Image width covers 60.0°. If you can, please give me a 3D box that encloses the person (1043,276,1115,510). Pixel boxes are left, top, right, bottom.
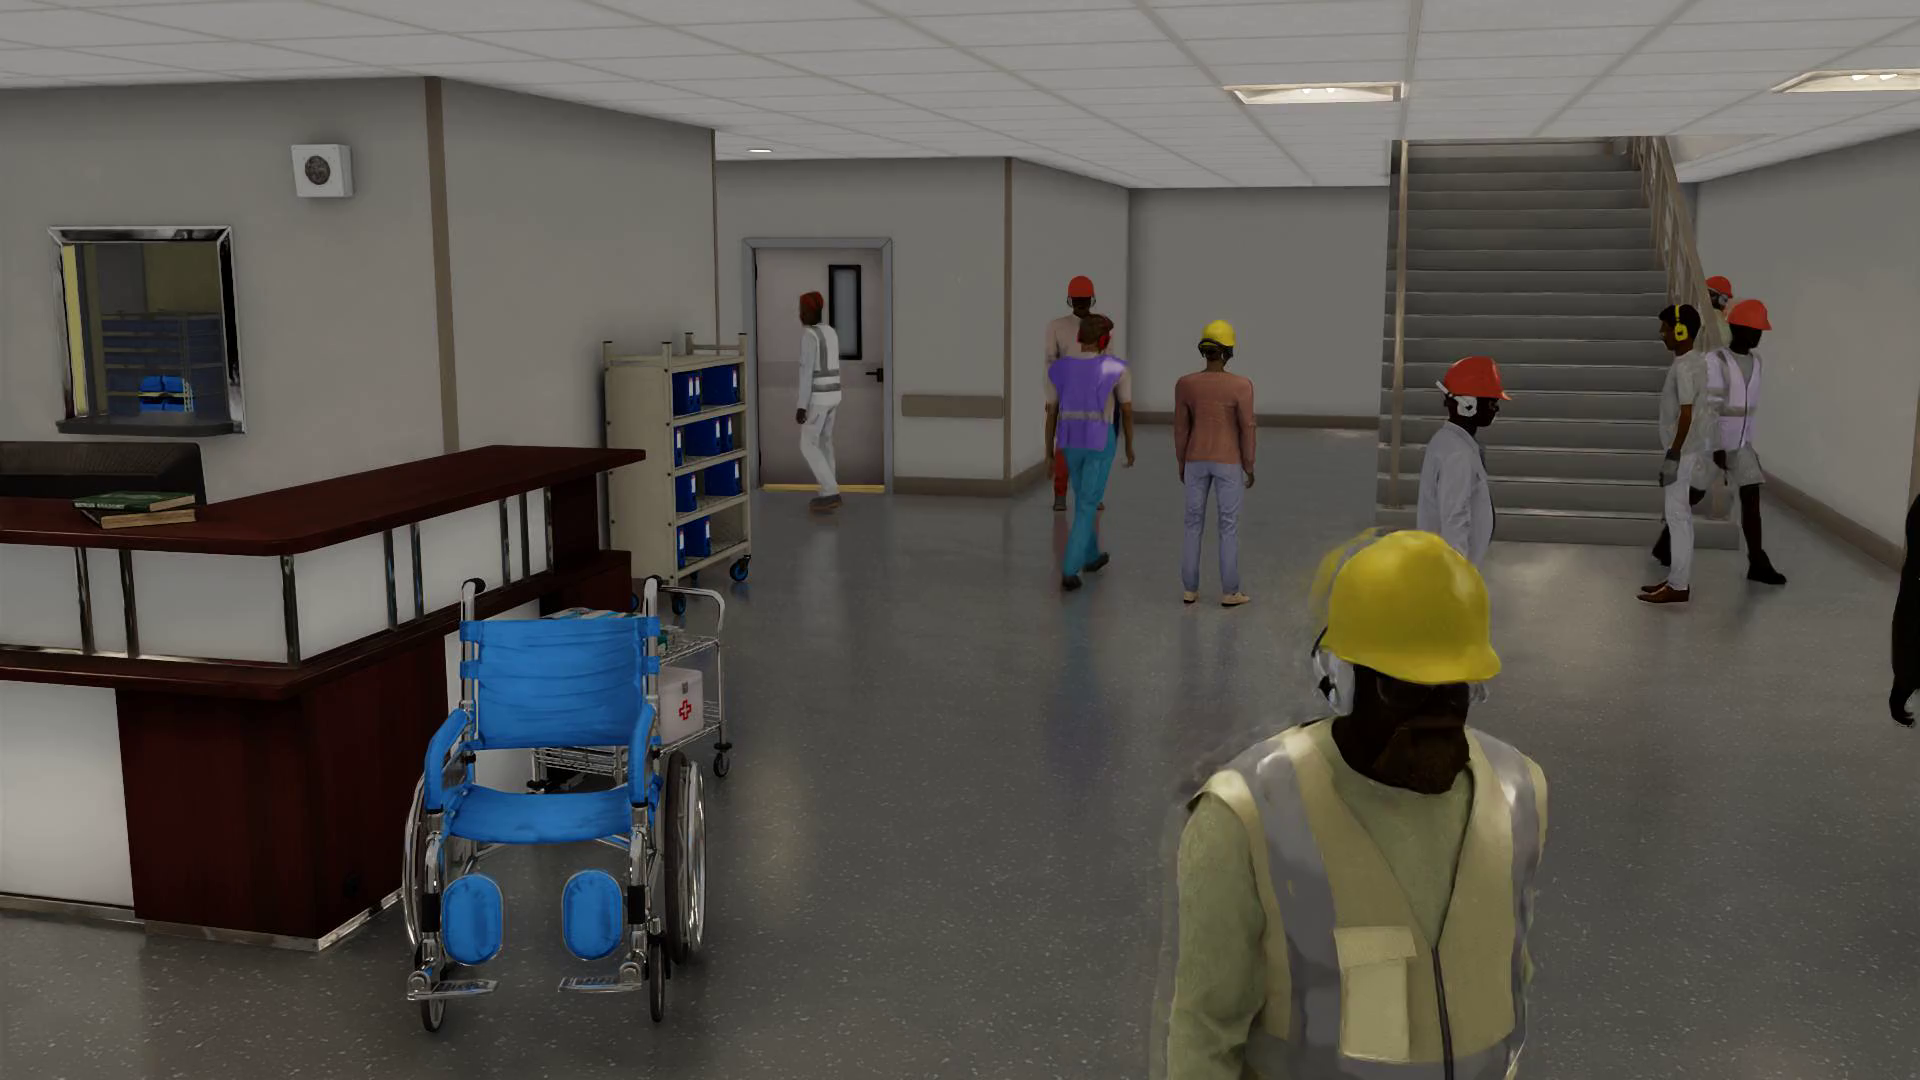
[{"bbox_3d":[1.019,-1.242,14.155,0.621,1.994,0.381,-1,10,-5],"label":"person"}]

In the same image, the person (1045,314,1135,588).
[{"bbox_3d":[0.852,-0.595,11.006,0.553,1.786,0.996,5,11,28],"label":"person"}]

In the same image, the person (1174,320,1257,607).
[{"bbox_3d":[1.576,-0.468,10.283,0.524,1.769,0.308,5,11,27],"label":"person"}]

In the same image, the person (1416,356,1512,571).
[{"bbox_3d":[2.099,0.100,7.002,0.361,1.742,0.563,2,10,13],"label":"person"}]

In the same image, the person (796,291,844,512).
[{"bbox_3d":[-1.150,-1.167,14.102,0.421,1.872,0.745,4,10,20],"label":"person"}]

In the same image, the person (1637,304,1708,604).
[{"bbox_3d":[4.449,-0.527,10.346,0.328,1.861,0.519,5,11,29],"label":"person"}]

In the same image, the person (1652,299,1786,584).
[{"bbox_3d":[5.152,-0.685,11.257,0.548,1.890,1.010,-3,10,-19],"label":"person"}]

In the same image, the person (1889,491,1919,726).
[{"bbox_3d":[3.060,0.434,4.842,0.642,1.823,0.626,6,11,31],"label":"person"}]

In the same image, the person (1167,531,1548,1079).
[{"bbox_3d":[0.562,0.847,2.485,0.605,1.792,0.936,-3,10,-15],"label":"person"}]
